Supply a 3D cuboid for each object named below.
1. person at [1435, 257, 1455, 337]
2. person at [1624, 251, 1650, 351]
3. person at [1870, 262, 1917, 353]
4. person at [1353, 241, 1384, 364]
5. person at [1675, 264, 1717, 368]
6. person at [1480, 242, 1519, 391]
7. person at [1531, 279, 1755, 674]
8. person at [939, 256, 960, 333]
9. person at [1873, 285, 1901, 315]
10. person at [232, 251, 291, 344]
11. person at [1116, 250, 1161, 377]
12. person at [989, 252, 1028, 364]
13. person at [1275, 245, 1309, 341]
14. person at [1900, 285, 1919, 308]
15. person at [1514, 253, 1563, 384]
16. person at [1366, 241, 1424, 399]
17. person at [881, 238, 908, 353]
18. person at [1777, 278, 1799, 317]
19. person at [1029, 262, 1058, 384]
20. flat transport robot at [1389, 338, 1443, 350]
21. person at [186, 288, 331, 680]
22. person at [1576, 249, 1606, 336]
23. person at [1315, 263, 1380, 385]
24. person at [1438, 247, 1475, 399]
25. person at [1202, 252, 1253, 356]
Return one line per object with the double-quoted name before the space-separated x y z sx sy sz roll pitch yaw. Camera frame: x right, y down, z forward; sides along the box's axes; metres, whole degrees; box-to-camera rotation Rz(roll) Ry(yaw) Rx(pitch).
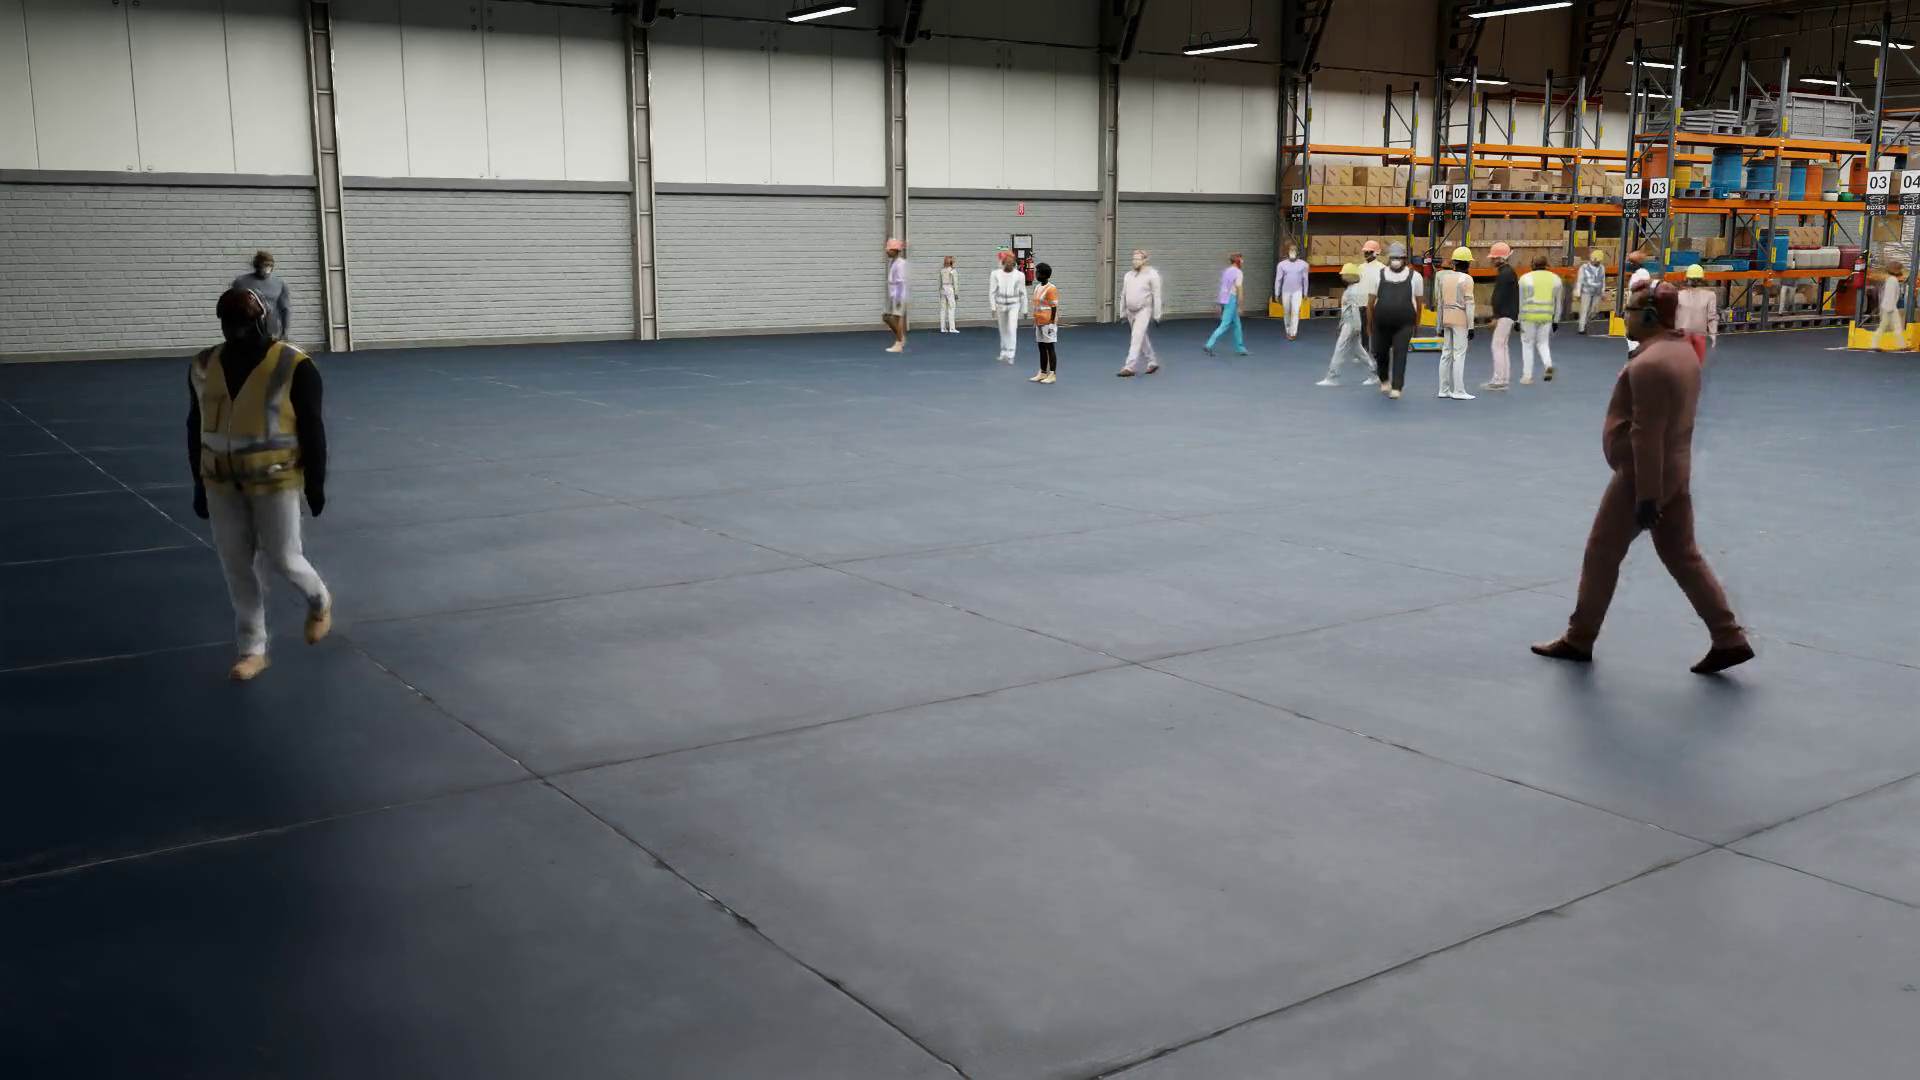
"person" 10.018 -4.999 34.275 0.279 1.634 0.499 -10 14 -43
"person" 10.091 -3.348 24.666 0.372 1.855 0.750 9 14 41
"person" 16.632 -4.114 29.504 0.794 1.596 0.513 4 11 20
"person" 6.650 -3.840 26.997 0.493 2.000 0.623 -6 12 -31
"person" 9.041 -2.548 20.578 0.526 1.736 0.790 2 11 11
"person" 7.238 -2.978 22.254 0.444 1.984 0.662 3 11 15
"person" 3.305 -0.292 7.853 0.978 1.869 0.662 9 14 40
"person" -0.247 -5.262 35.700 0.514 1.640 0.315 10 14 42
"person" 20.081 -5.358 36.001 0.531 1.729 0.821 4 11 23
"person" -8.114 -2.404 19.359 0.655 1.883 0.944 -6 12 -31
"person" 2.677 -3.374 24.784 1.022 1.863 0.653 -9 14 -40
"person" 0.802 -3.803 27.262 0.602 1.827 0.921 2 11 12
"person" 6.636 -4.942 33.279 0.649 1.897 1.017 3 11 15
"person" 19.260 -4.996 33.455 0.628 1.932 0.365 5 12 27
"person" 8.081 -3.084 23.275 0.626 1.827 0.504 -1 10 -4
"person" 5.611 -2.866 21.469 0.691 2.000 0.854 4 11 20
"person" -1.172 -4.329 29.519 0.423 2.029 0.644 -4 11 -20
"person" 21.197 -6.481 42.495 0.506 1.597 0.821 10 14 43
"person" 1.196 -3.044 23.391 0.322 1.695 0.536 -5 11 -24
"flat transport robot" 8.317 -3.545 30.046 1.431 0.197 0.652 -1 10 -6
"person" -3.312 -0.280 7.890 0.631 1.826 0.604 1 10 4
"person" 13.122 -5.154 34.681 0.646 1.795 0.586 -2 11 -13
"person" 5.437 -2.978 23.055 0.910 1.706 0.496 1 10 5
"person" 6.322 -2.749 21.136 0.369 1.928 0.586 -5 11 -25
"person" 4.613 -4.068 28.728 0.925 1.801 0.577 -2 11 -12
